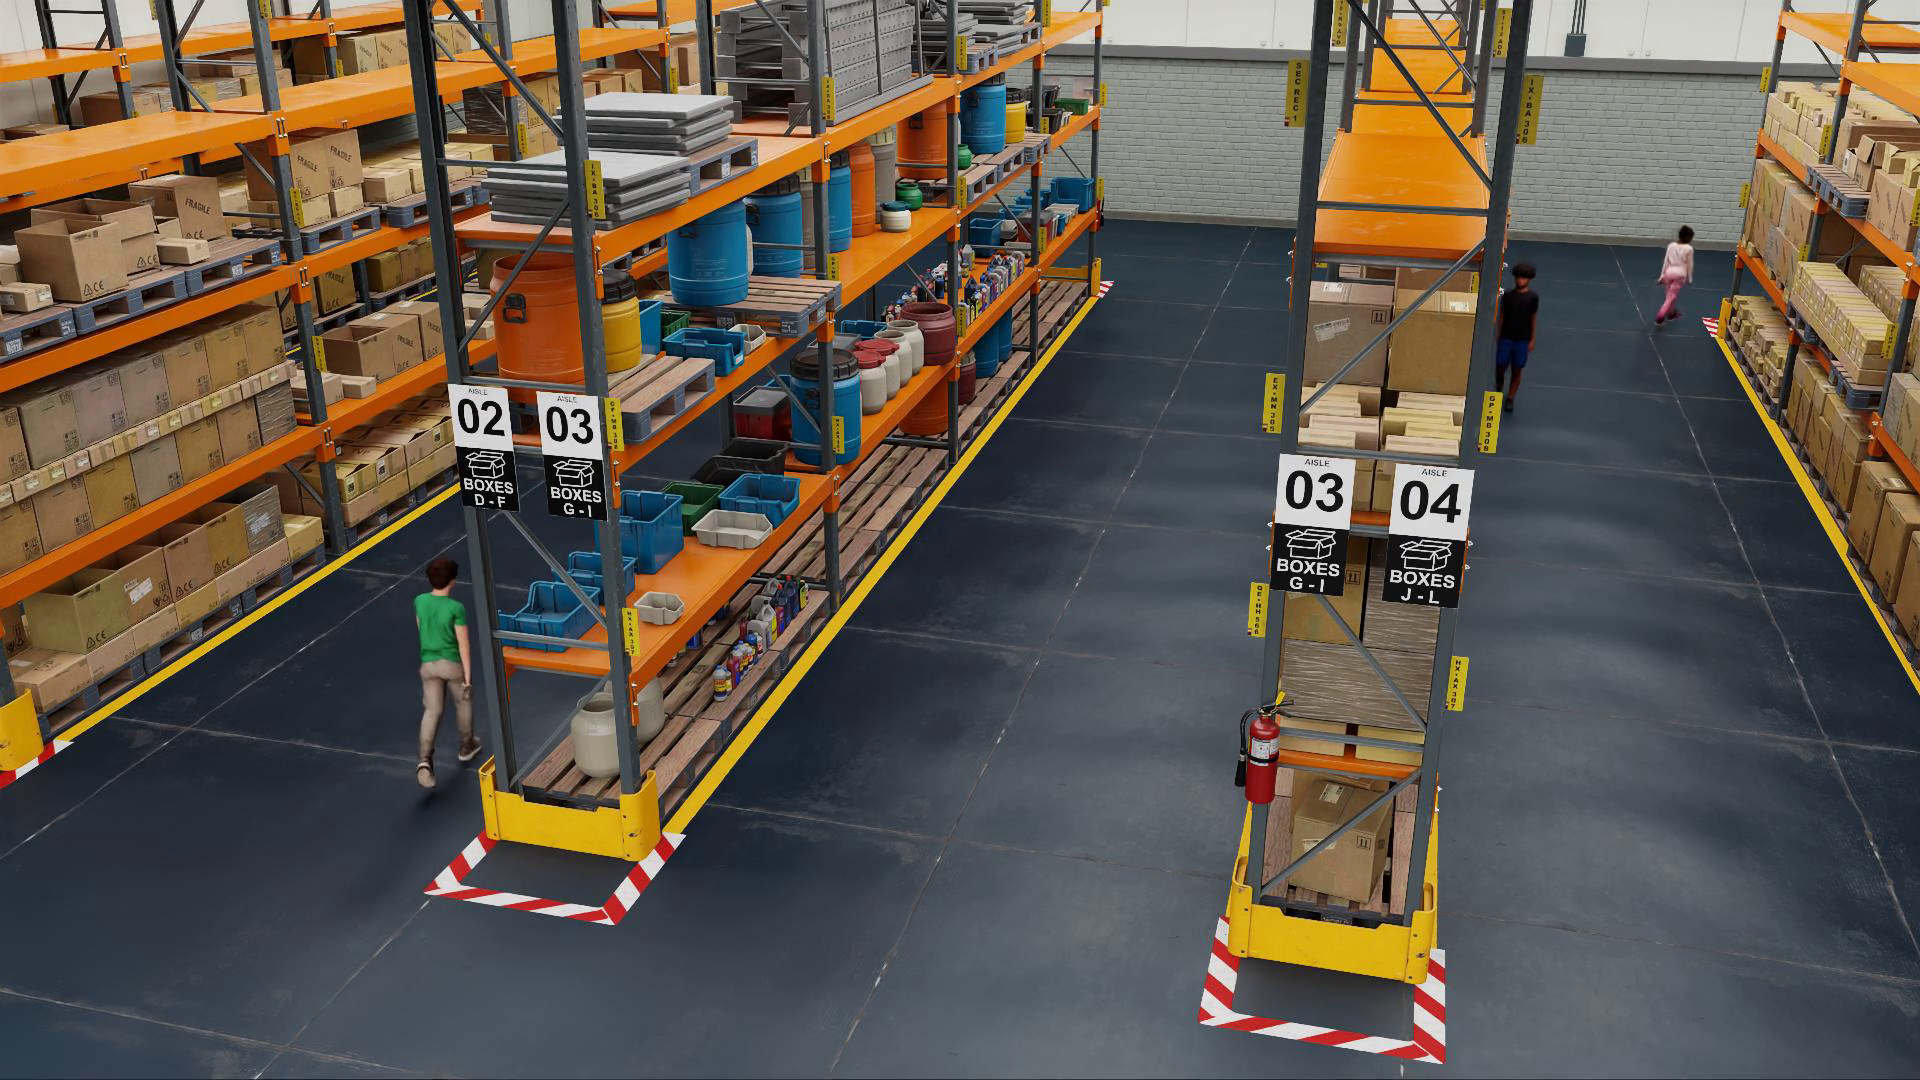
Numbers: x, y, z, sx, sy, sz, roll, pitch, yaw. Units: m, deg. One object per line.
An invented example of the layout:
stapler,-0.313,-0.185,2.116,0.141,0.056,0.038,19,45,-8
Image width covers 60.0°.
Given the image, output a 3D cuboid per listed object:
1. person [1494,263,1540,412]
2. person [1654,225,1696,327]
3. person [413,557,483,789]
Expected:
person,6.586,-2.409,19.664,0.637,1.785,0.636,9,24,22
person,9.968,-3.663,23.224,1.030,1.413,0.923,-17,27,-35
person,-3.664,0.937,11.696,0.656,1.625,1.076,3,22,7
